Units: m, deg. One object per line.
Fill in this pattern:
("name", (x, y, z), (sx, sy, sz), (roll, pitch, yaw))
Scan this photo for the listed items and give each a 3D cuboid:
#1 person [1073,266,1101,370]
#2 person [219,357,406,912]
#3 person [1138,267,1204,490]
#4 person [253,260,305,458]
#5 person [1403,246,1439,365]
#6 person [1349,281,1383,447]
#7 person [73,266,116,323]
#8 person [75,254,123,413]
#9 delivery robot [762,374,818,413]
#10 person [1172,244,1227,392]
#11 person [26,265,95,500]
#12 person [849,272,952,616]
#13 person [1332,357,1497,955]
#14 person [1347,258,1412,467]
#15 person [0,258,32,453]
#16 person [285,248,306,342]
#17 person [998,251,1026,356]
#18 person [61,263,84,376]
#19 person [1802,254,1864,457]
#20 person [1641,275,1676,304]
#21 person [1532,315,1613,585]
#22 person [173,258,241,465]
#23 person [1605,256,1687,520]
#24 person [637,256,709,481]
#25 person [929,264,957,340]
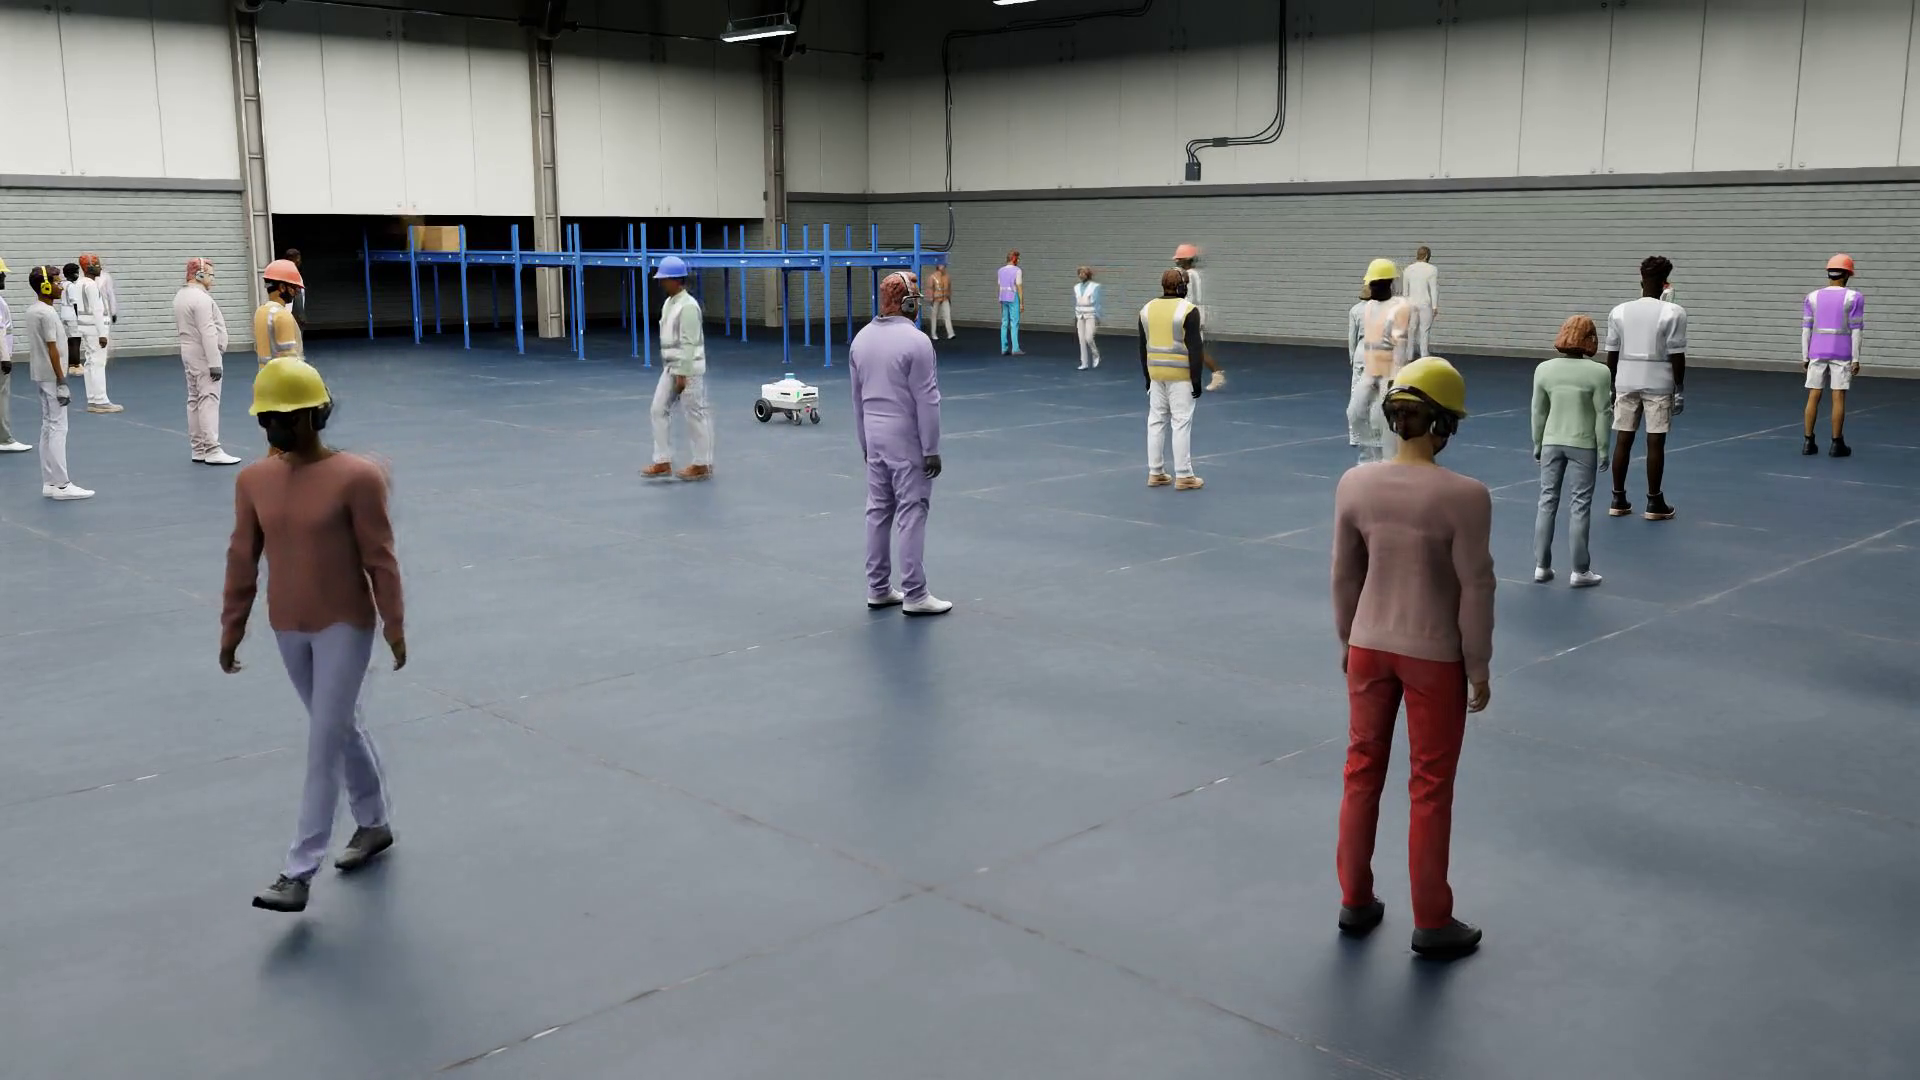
("person", (1.988, -3.488, 26.166), (0.537, 1.622, 0.364), (9, 14, 40))
("person", (-2.099, 0.292, 5.277), (0.553, 1.718, 0.876), (3, 11, 16))
("person", (1.800, -1.361, 13.994), (0.429, 1.844, 0.623), (-10, 14, -43))
("person", (-5.048, -1.125, 12.471), (0.368, 1.929, 0.542), (-10, 14, -43))
("person", (7.475, -3.787, 26.970), (0.373, 1.935, 0.628), (-10, 14, -43))
("person", (4.146, -1.813, 16.746), (0.305, 1.737, 0.484), (-10, 14, -43))
("person", (-13.699, -3.581, 26.248), (0.628, 1.787, 1.014), (-2, 11, -13))
("person", (-10.409, -2.487, 20.022), (0.356, 1.883, 0.573), (-10, 14, -43))
("delivery robot", (-1.938, -1.656, 18.973), (0.477, 0.478, 0.707), (-10, 14, -44))
("person", (3.156, -3.000, 22.539), (1.034, 2.000, 0.616), (3, 11, 16))
("person", (-7.311, -1.273, 13.437), (0.329, 1.872, 0.510), (-10, 14, -43))
("person", (-0.322, -0.540, 9.342), (0.409, 1.909, 0.639), (-10, 14, -43))
("person", (1.346, 0.340, 4.945), (0.321, 1.761, 0.522), (-10, 14, -43))
("person", (3.588, -1.446, 14.267), (0.522, 1.911, 0.599), (-5, 12, -27))
("person", (-9.455, -1.834, 16.339), (0.367, 1.927, 0.584), (-10, 14, -43))
("person", (-9.936, -3.376, 24.784), (0.393, 1.915, 0.589), (-10, 14, -43))
("person", (0.896, -4.185, 29.404), (0.390, 1.838, 0.564), (-10, 14, -43))
("person", (-13.380, -3.327, 25.118), (0.319, 1.694, 0.534), (-10, 14, -43))
("person", (8.426, -1.786, 16.071), (0.368, 1.929, 0.542), (-10, 14, -43))
("person", (10.156, -3.139, 24.239), (0.308, 1.641, 0.511), (-10, 14, -43))
("person", (3.719, -0.548, 10.128), (0.283, 1.633, 0.497), (-10, 14, -43))
("person", (-7.005, -1.657, 15.446), (0.409, 1.903, 0.639), (-10, 14, -43))
("person", (5.157, -1.147, 12.504), (0.371, 1.959, 0.602), (-10, 14, -43))
("person", (-2.503, -1.456, 14.275), (0.754, 1.921, 0.646), (-6, 12, -30))
("person", (-0.370, -4.811, 33.466), (0.545, 1.587, 0.860), (-5, 12, -27))
